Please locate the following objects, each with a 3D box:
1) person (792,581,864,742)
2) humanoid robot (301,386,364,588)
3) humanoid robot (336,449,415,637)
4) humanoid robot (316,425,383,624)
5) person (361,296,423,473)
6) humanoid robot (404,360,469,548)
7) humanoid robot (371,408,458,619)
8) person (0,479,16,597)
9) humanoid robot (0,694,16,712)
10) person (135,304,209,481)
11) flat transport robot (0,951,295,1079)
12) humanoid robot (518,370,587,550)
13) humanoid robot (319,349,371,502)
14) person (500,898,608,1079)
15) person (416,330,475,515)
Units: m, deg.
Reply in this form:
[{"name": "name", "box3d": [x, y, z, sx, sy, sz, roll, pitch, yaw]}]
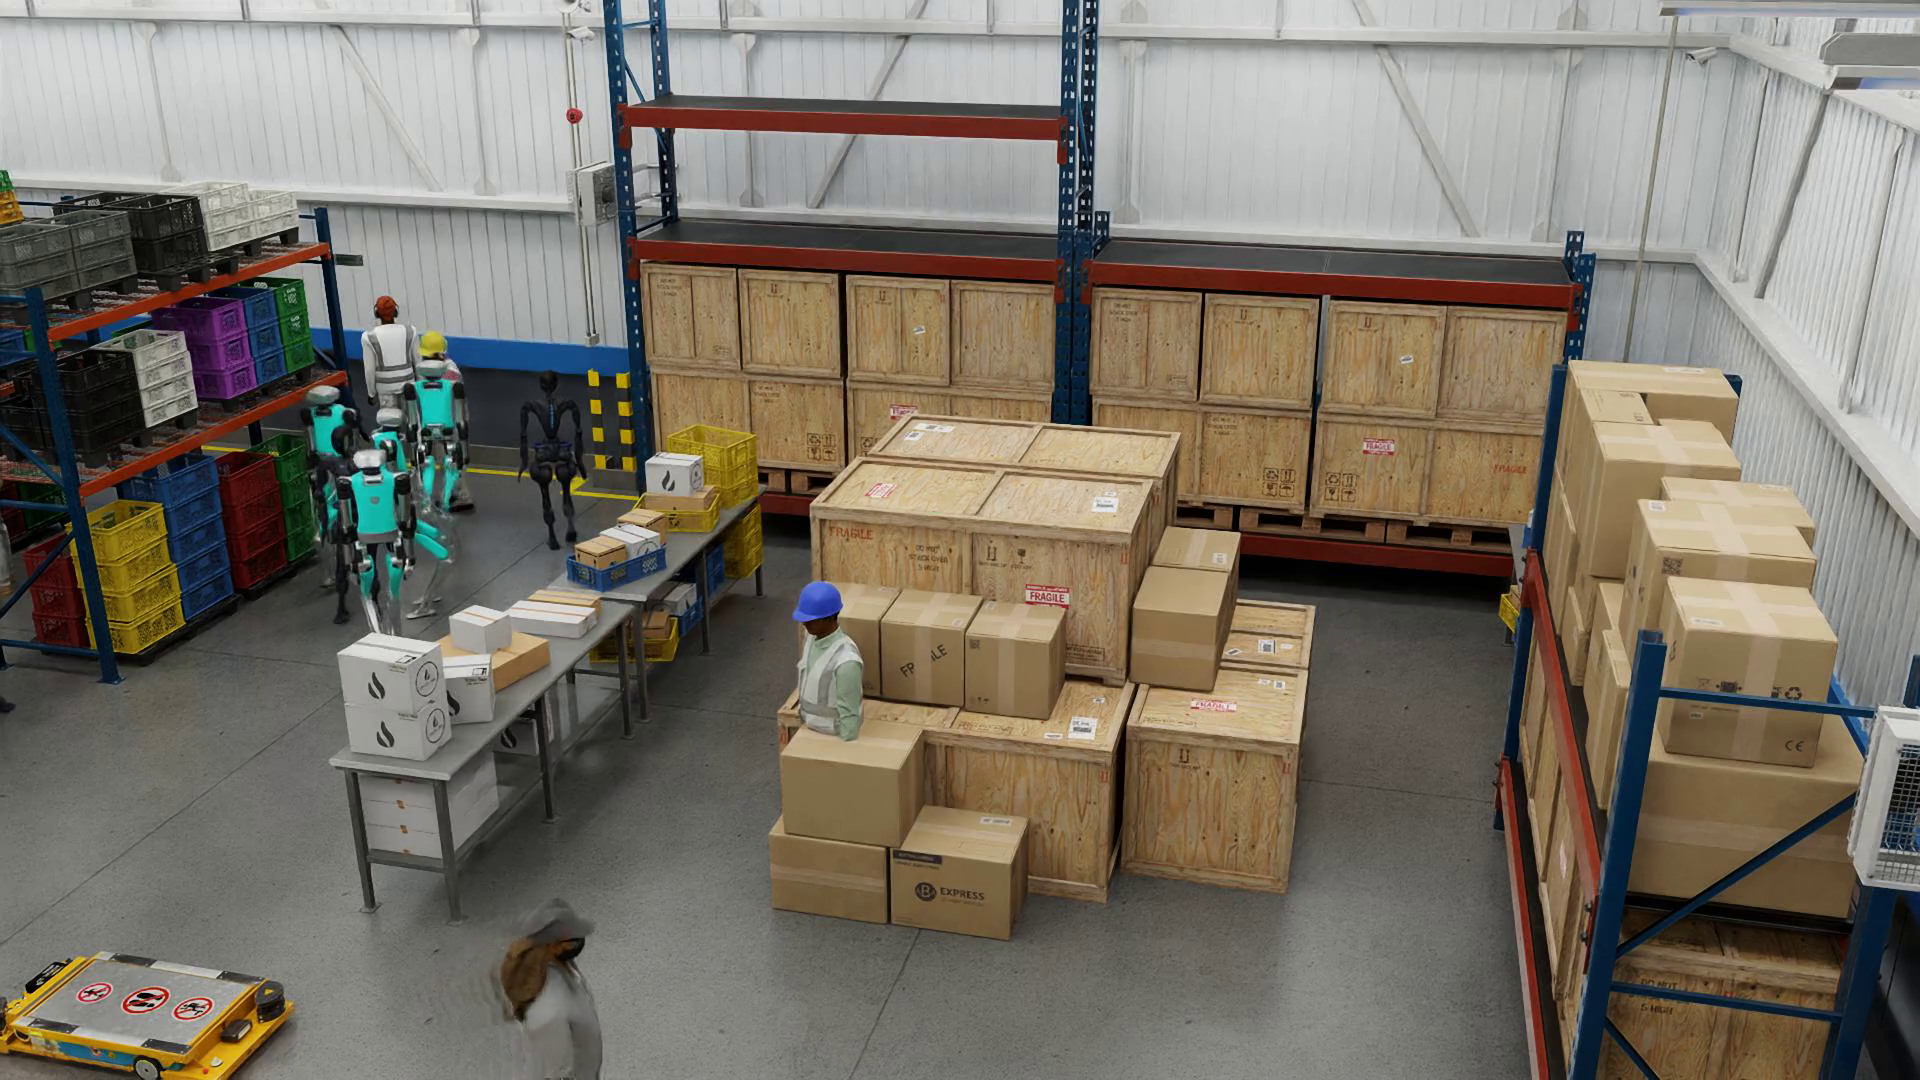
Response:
[{"name": "person", "box3d": [-0.764, 1.133, 9.750, 0.411, 1.939, 0.602, -10, 23, -25]}, {"name": "humanoid robot", "box3d": [-5.353, -0.397, 14.020, 0.544, 1.725, 0.993, 6, 22, 15]}, {"name": "humanoid robot", "box3d": [-4.445, 0.140, 12.760, 0.555, 1.889, 0.781, -8, 22, -20]}, {"name": "humanoid robot", "box3d": [-4.872, -0.122, 13.393, 0.615, 1.653, 0.358, 0, 21, 0]}, {"name": "person", "box3d": [-5.695, -1.534, 16.796, 0.584, 1.882, 0.341, -12, 24, -29]}, {"name": "humanoid robot", "box3d": [-4.608, -0.649, 14.691, 0.552, 1.776, 0.762, -4, 21, -9]}, {"name": "humanoid robot", "box3d": [-4.352, -0.243, 13.544, 0.677, 1.751, 0.548, -8, 22, -19]}, {"name": "person", "box3d": [-8.245, -0.405, 13.914, 0.431, 1.837, 0.620, -7, 22, -18]}, {"name": "humanoid robot", "box3d": [-7.234, 0.459, 11.901, 0.720, 1.638, 0.601, 4, 21, 10]}, {"name": "person", "box3d": [-7.626, -1.397, 16.223, 0.610, 2.039, 0.389, 3, 21, 7]}, {"name": "flat transport robot", "box3d": [-4.270, 2.464, 8.601, 1.431, 0.231, 0.659, 5, 22, 13]}, {"name": "humanoid robot", "box3d": [-3.660, -0.699, 14.909, 0.611, 1.644, 0.408, -9, 23, -22]}, {"name": "humanoid robot", "box3d": [-5.866, -1.015, 15.790, 0.559, 1.649, 0.596, 4, 21, 10]}, {"name": "person", "box3d": [-1.745, 2.281, 7.022, 0.823, 1.738, 0.576, -4, 21, -9]}, {"name": "person", "box3d": [-4.909, -1.128, 15.836, 0.423, 1.812, 0.632, -14, 25, -32]}]
